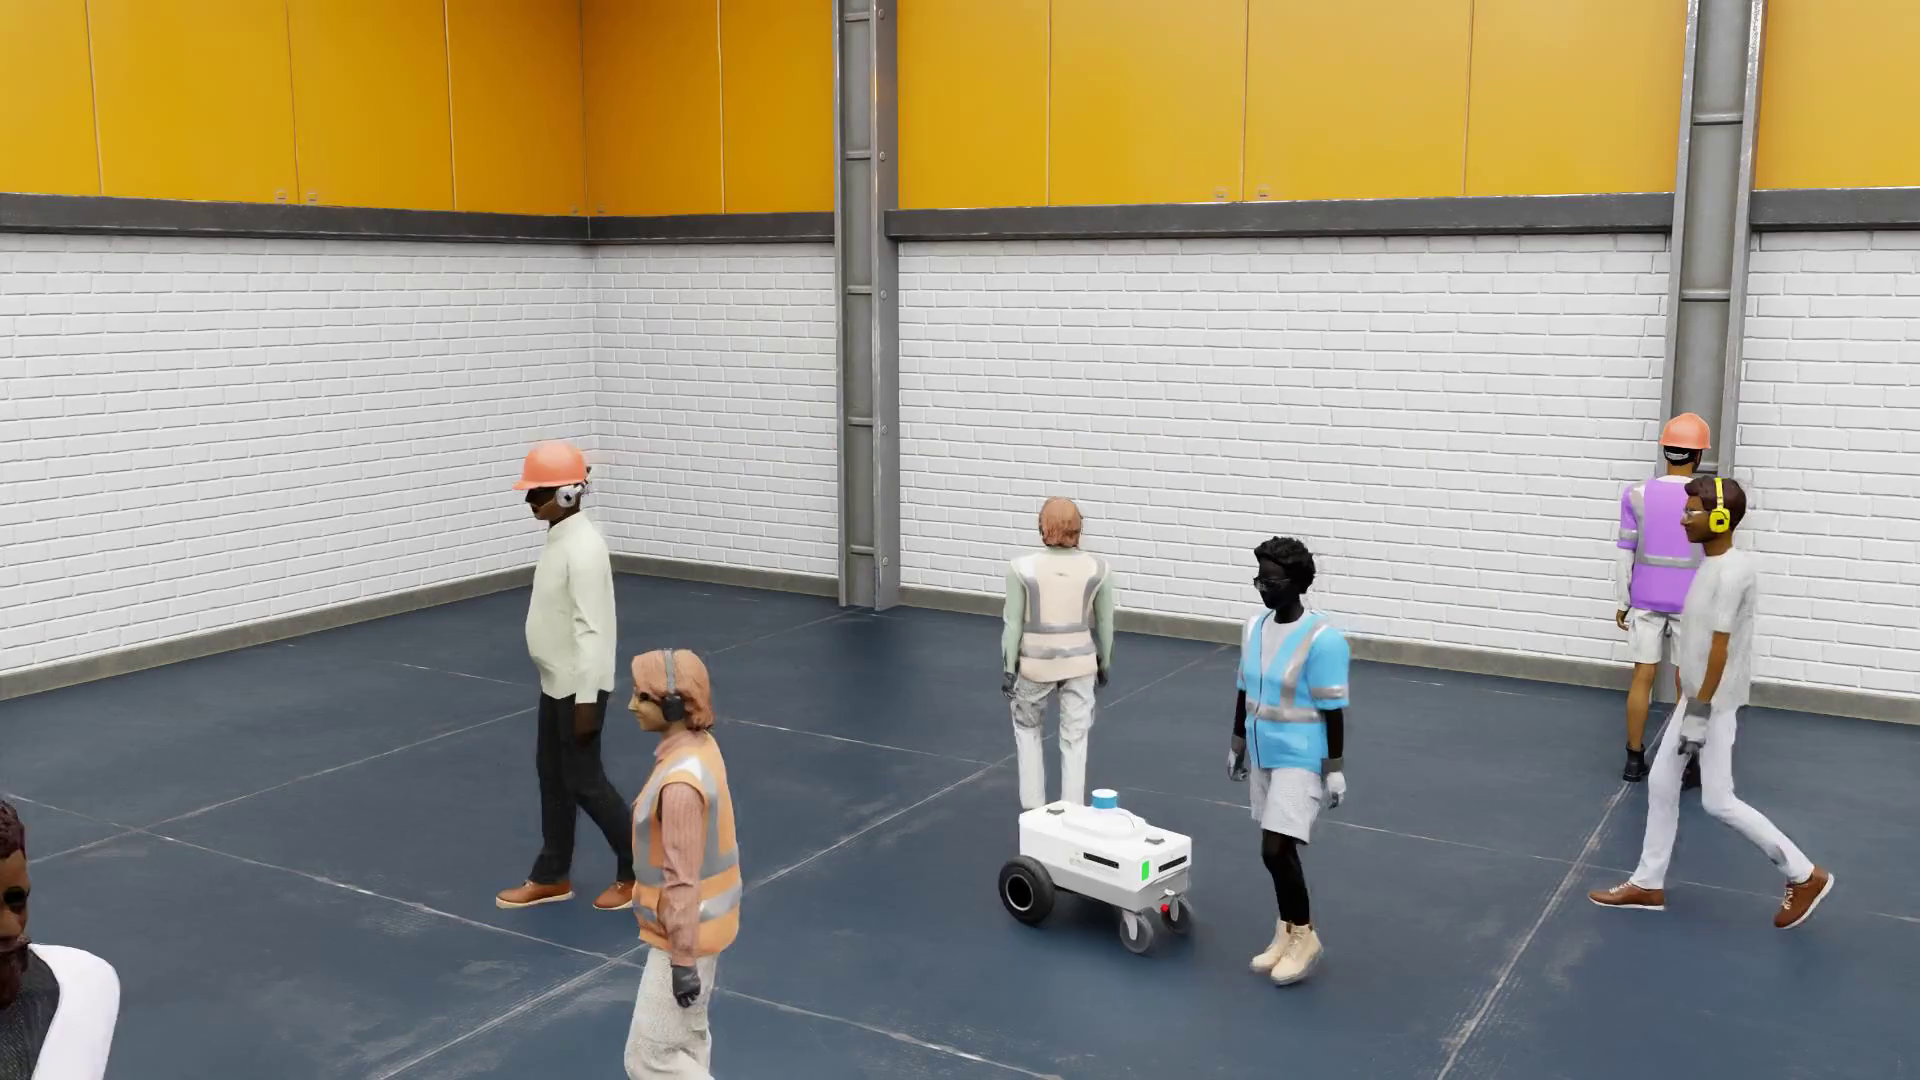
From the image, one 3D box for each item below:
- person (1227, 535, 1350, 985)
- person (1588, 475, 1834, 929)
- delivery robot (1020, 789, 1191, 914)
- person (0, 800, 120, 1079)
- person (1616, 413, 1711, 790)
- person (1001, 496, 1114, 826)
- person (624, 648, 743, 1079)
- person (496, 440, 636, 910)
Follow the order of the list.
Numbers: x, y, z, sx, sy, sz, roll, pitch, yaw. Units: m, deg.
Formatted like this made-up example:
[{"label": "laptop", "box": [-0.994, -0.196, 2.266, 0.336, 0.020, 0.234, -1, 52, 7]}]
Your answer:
[{"label": "person", "box": [1.186, 0.820, 6.196, 0.404, 1.680, 0.563, -4, 10, -26]}, {"label": "person", "box": [3.086, 0.657, 6.734, 0.844, 1.846, 0.517, 2, 9, 11]}, {"label": "delivery robot", "box": [0.582, 1.254, 6.727, 0.707, 0.478, 0.477, 9, 13, 44]}, {"label": "person", "box": [-1.615, 1.291, 2.632, 0.767, 1.889, 0.603, 4, 10, 25]}, {"label": "person", "box": [3.680, 0.313, 8.591, 0.553, 1.935, 0.364, 7, 11, 36]}, {"label": "person", "box": [0.451, 0.607, 7.739, 0.543, 1.620, 0.507, -1, 9, -7]}, {"label": "person", "box": [-0.775, 1.097, 4.651, 0.427, 1.629, 0.538, -1, 9, -3]}, {"label": "person", "box": [-1.583, 0.575, 6.857, 0.587, 1.997, 0.628, -4, 10, -24]}]
